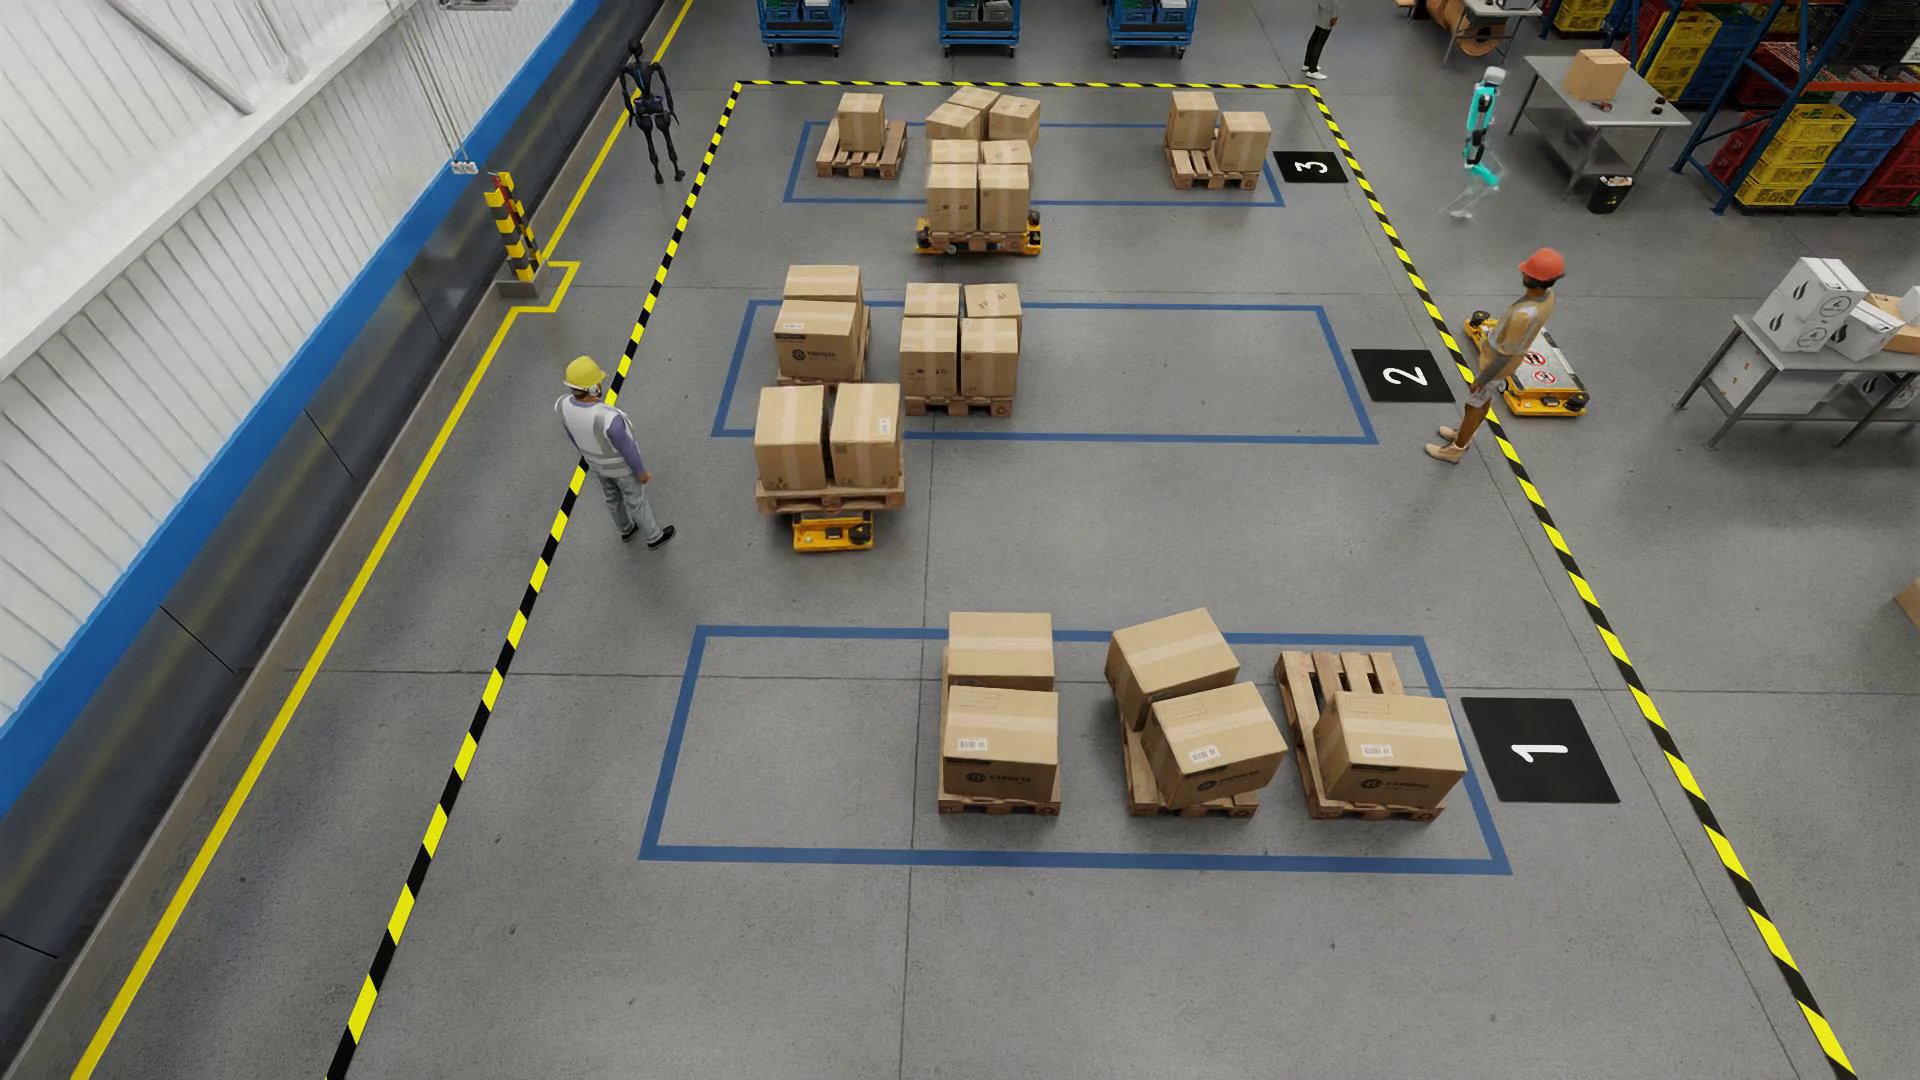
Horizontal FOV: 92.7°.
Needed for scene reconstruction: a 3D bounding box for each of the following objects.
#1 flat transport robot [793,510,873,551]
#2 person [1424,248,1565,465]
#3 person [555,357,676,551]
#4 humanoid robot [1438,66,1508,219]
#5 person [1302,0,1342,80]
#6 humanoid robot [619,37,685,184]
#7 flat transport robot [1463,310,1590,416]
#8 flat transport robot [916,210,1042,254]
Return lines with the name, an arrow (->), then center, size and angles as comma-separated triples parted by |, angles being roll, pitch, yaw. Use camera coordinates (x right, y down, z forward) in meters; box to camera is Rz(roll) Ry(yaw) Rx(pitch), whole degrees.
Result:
flat transport robot -> -1.077, -0.509, 7.955 | 0.652, 0.197, 1.431 | -2, 49, -2
person -> 4.463, -1.492, 7.653 | 0.370, 2.040, 0.615 | 35, 57, 26
person -> -2.655, -0.627, 7.046 | 0.588, 1.825, 0.403 | 19, 52, 16
humanoid robot -> 5.944, -4.357, 10.357 | 0.787, 1.814, 0.557 | 14, 51, 12
person -> 5.288, -7.590, 13.055 | 0.368, 1.852, 0.589 | 1, 49, 1
humanoid robot -> -3.737, -5.169, 11.066 | 0.599, 1.657, 0.315 | -7, 50, -6
flat transport robot -> 5.573, -1.757, 9.054 | 0.659, 0.231, 1.431 | 1, 49, 1
flat transport robot -> 0.222, -3.579, 10.613 | 1.431, 0.197, 0.652 | 1, 49, 1
